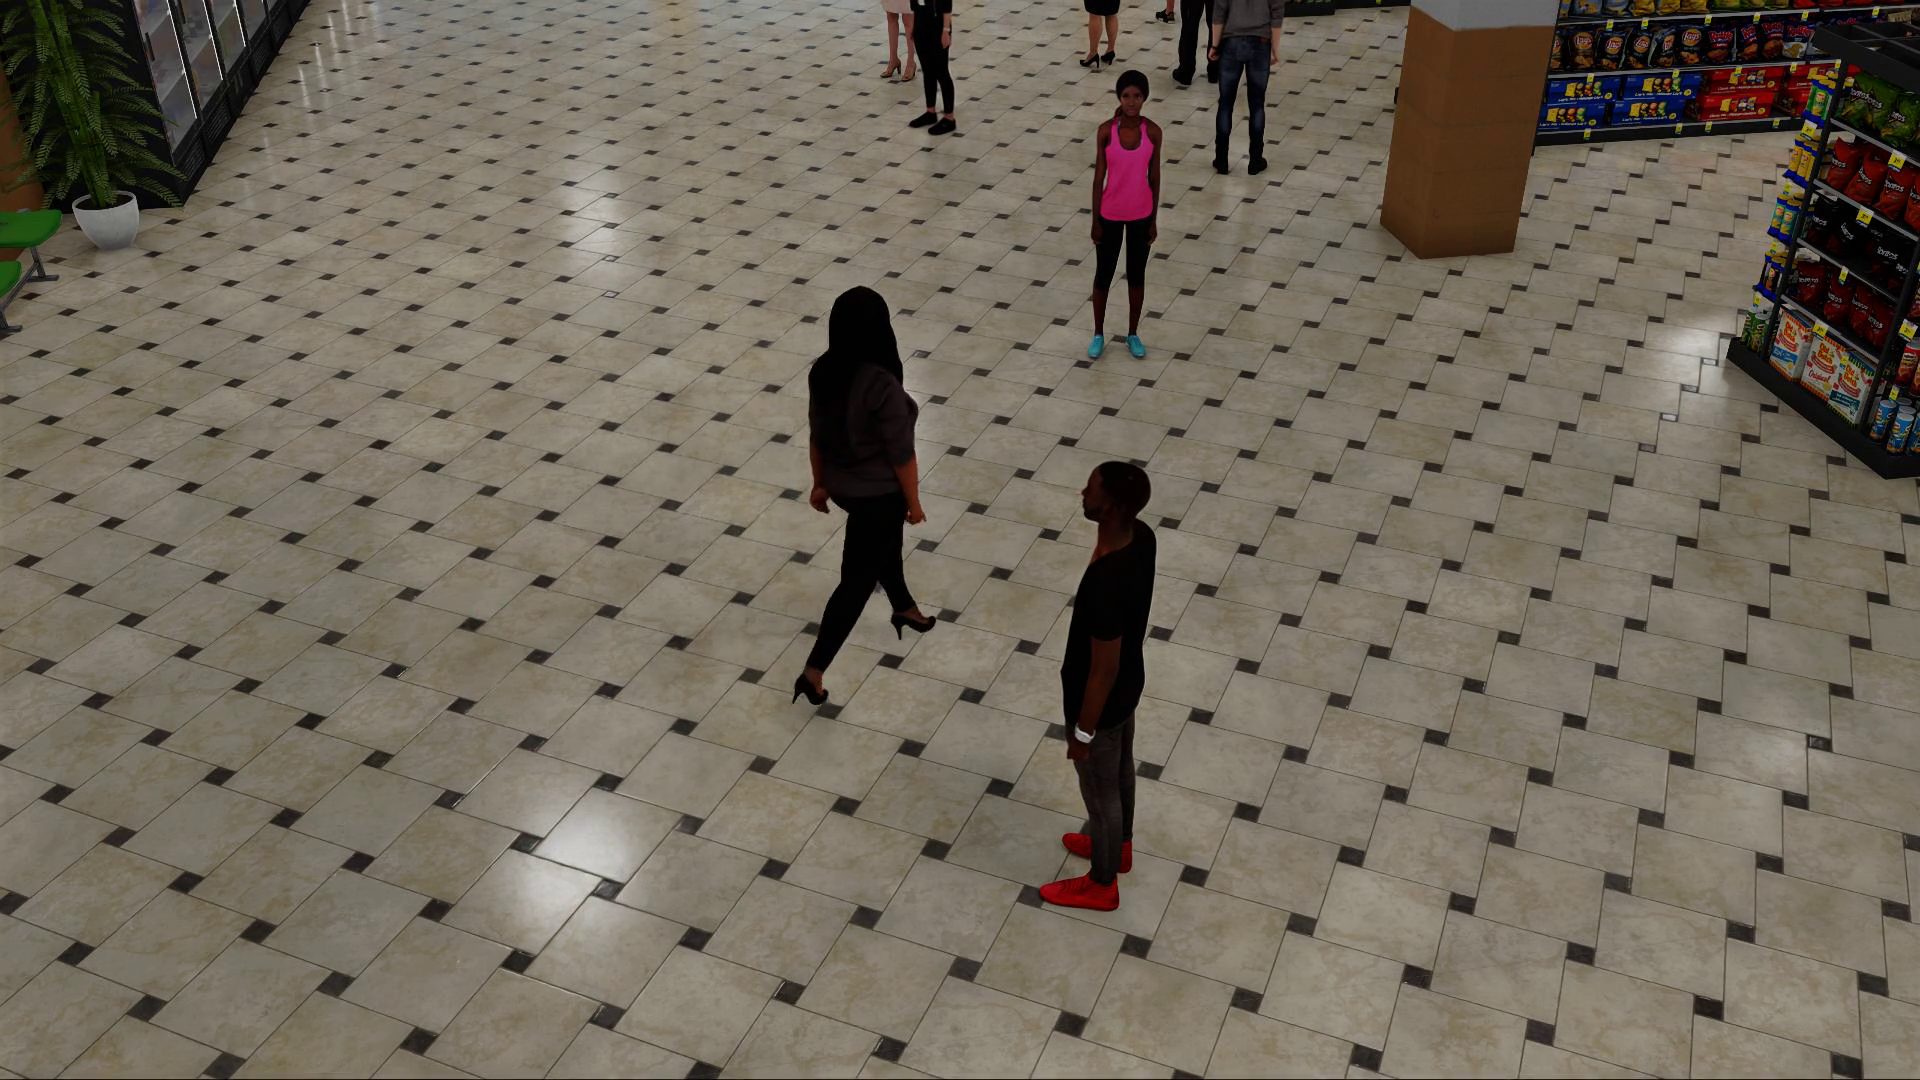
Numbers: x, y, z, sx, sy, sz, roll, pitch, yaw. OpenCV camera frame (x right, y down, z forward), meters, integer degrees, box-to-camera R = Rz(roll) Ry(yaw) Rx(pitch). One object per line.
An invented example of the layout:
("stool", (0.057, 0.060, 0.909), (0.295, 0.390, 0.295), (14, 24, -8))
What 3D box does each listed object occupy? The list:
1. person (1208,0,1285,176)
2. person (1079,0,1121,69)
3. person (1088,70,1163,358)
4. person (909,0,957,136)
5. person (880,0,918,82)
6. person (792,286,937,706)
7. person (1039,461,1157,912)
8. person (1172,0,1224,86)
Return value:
("person", (2.145, -3.702, 12.488), (0.669, 1.905, 0.831), (7, 33, 11))
("person", (1.287, -5.116, 14.982), (0.700, 1.671, 0.839), (-18, 36, -26))
("person", (0.968, -1.904, 9.770), (0.528, 1.724, 0.641), (-1, 32, -1))
("person", (-0.205, -4.153, 13.401), (0.681, 1.707, 0.679), (-21, 38, -30))
("person", (-0.537, -4.928, 14.619), (0.685, 1.735, 0.749), (19, 37, 28))
("person", (-0.448, -0.113, 6.821), (1.077, 1.798, 1.246), (27, 41, 36))
("person", (0.517, 0.521, 5.795), (0.704, 1.806, 0.714), (11, 33, 16))
("person", (2.134, -4.914, 14.500), (0.493, 1.838, 0.779), (-4, 32, -7))
